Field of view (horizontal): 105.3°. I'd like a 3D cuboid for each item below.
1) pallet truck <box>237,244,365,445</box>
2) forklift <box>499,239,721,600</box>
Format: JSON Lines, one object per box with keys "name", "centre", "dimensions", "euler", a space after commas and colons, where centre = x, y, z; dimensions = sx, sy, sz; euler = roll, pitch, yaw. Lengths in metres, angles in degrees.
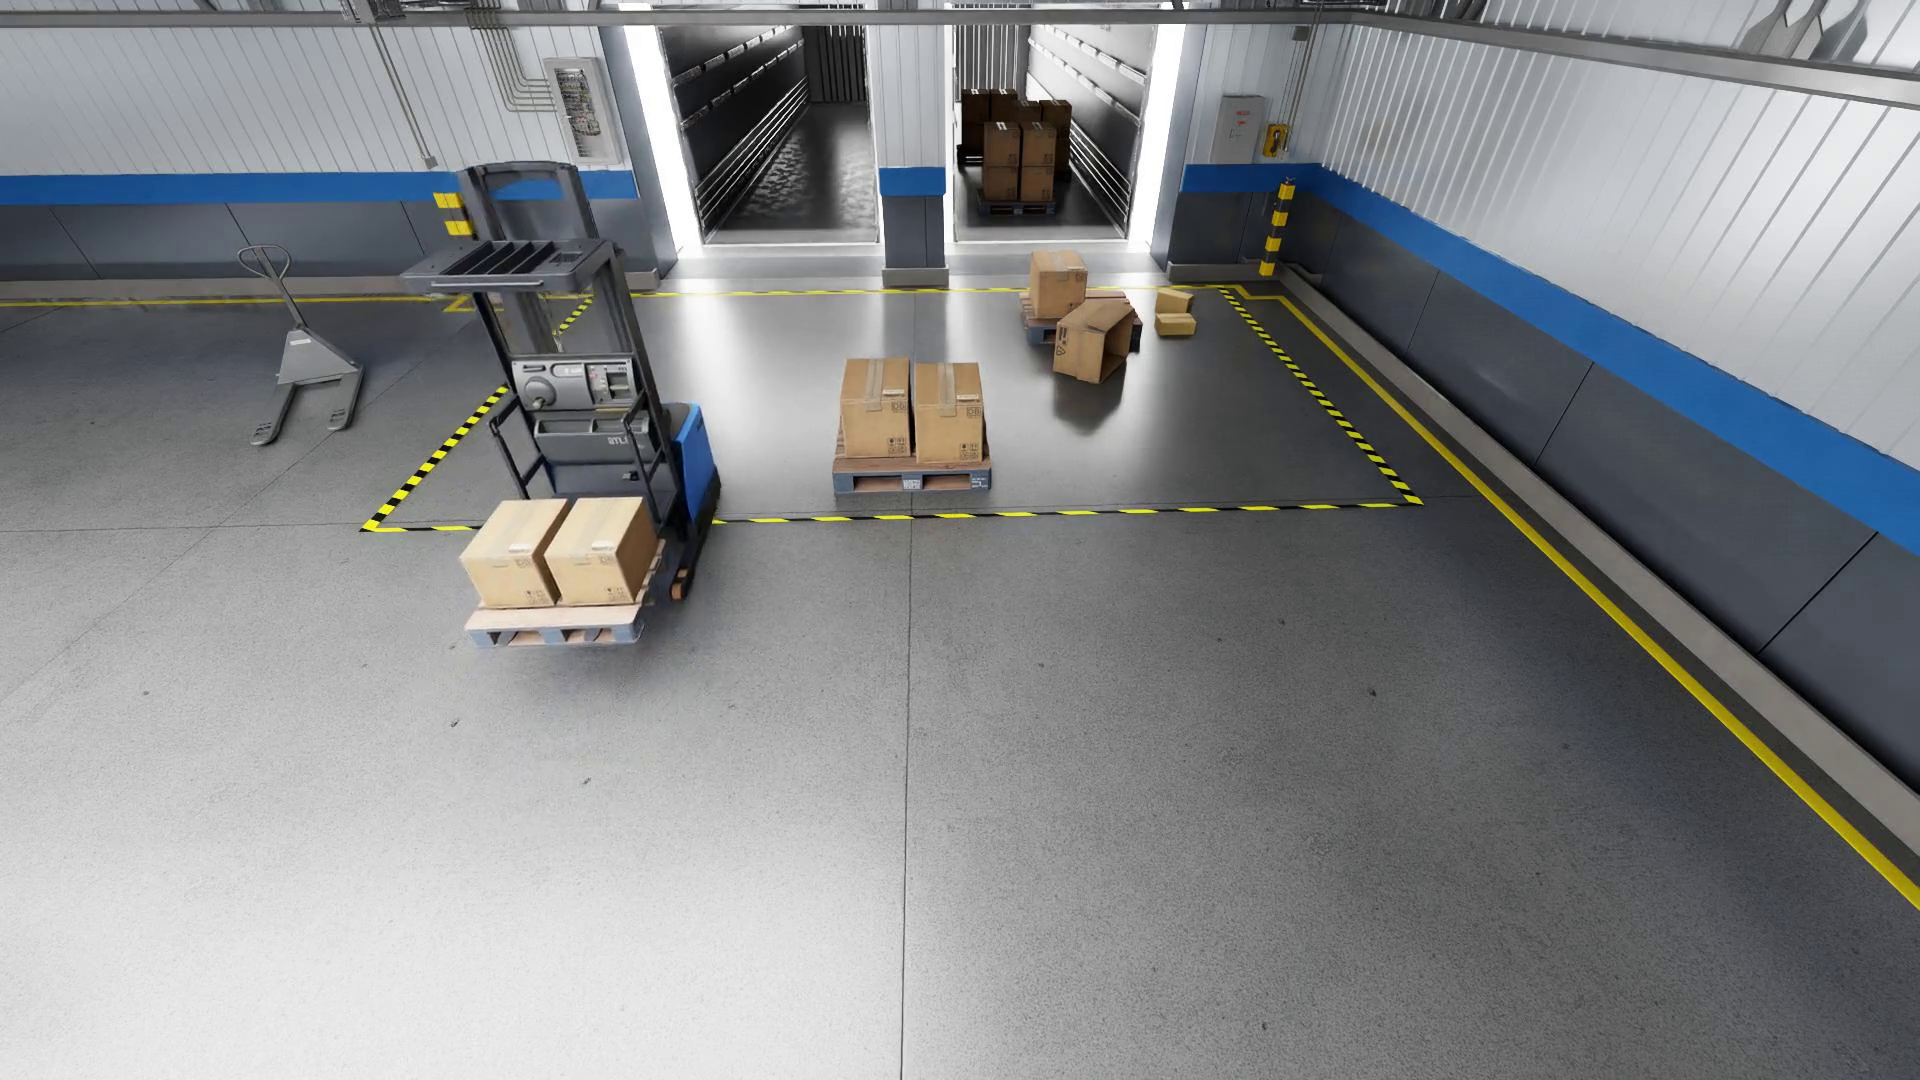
{"name": "pallet truck", "centre": [-5.915, -1.733, 6.366], "dimensions": [0.680, 1.201, 1.601], "euler": [-18, 42, -21]}
{"name": "forklift", "centre": [-2.166, -0.903, 4.676], "dimensions": [0.716, 2.013, 0.776], "euler": [-2, 39, -2]}
